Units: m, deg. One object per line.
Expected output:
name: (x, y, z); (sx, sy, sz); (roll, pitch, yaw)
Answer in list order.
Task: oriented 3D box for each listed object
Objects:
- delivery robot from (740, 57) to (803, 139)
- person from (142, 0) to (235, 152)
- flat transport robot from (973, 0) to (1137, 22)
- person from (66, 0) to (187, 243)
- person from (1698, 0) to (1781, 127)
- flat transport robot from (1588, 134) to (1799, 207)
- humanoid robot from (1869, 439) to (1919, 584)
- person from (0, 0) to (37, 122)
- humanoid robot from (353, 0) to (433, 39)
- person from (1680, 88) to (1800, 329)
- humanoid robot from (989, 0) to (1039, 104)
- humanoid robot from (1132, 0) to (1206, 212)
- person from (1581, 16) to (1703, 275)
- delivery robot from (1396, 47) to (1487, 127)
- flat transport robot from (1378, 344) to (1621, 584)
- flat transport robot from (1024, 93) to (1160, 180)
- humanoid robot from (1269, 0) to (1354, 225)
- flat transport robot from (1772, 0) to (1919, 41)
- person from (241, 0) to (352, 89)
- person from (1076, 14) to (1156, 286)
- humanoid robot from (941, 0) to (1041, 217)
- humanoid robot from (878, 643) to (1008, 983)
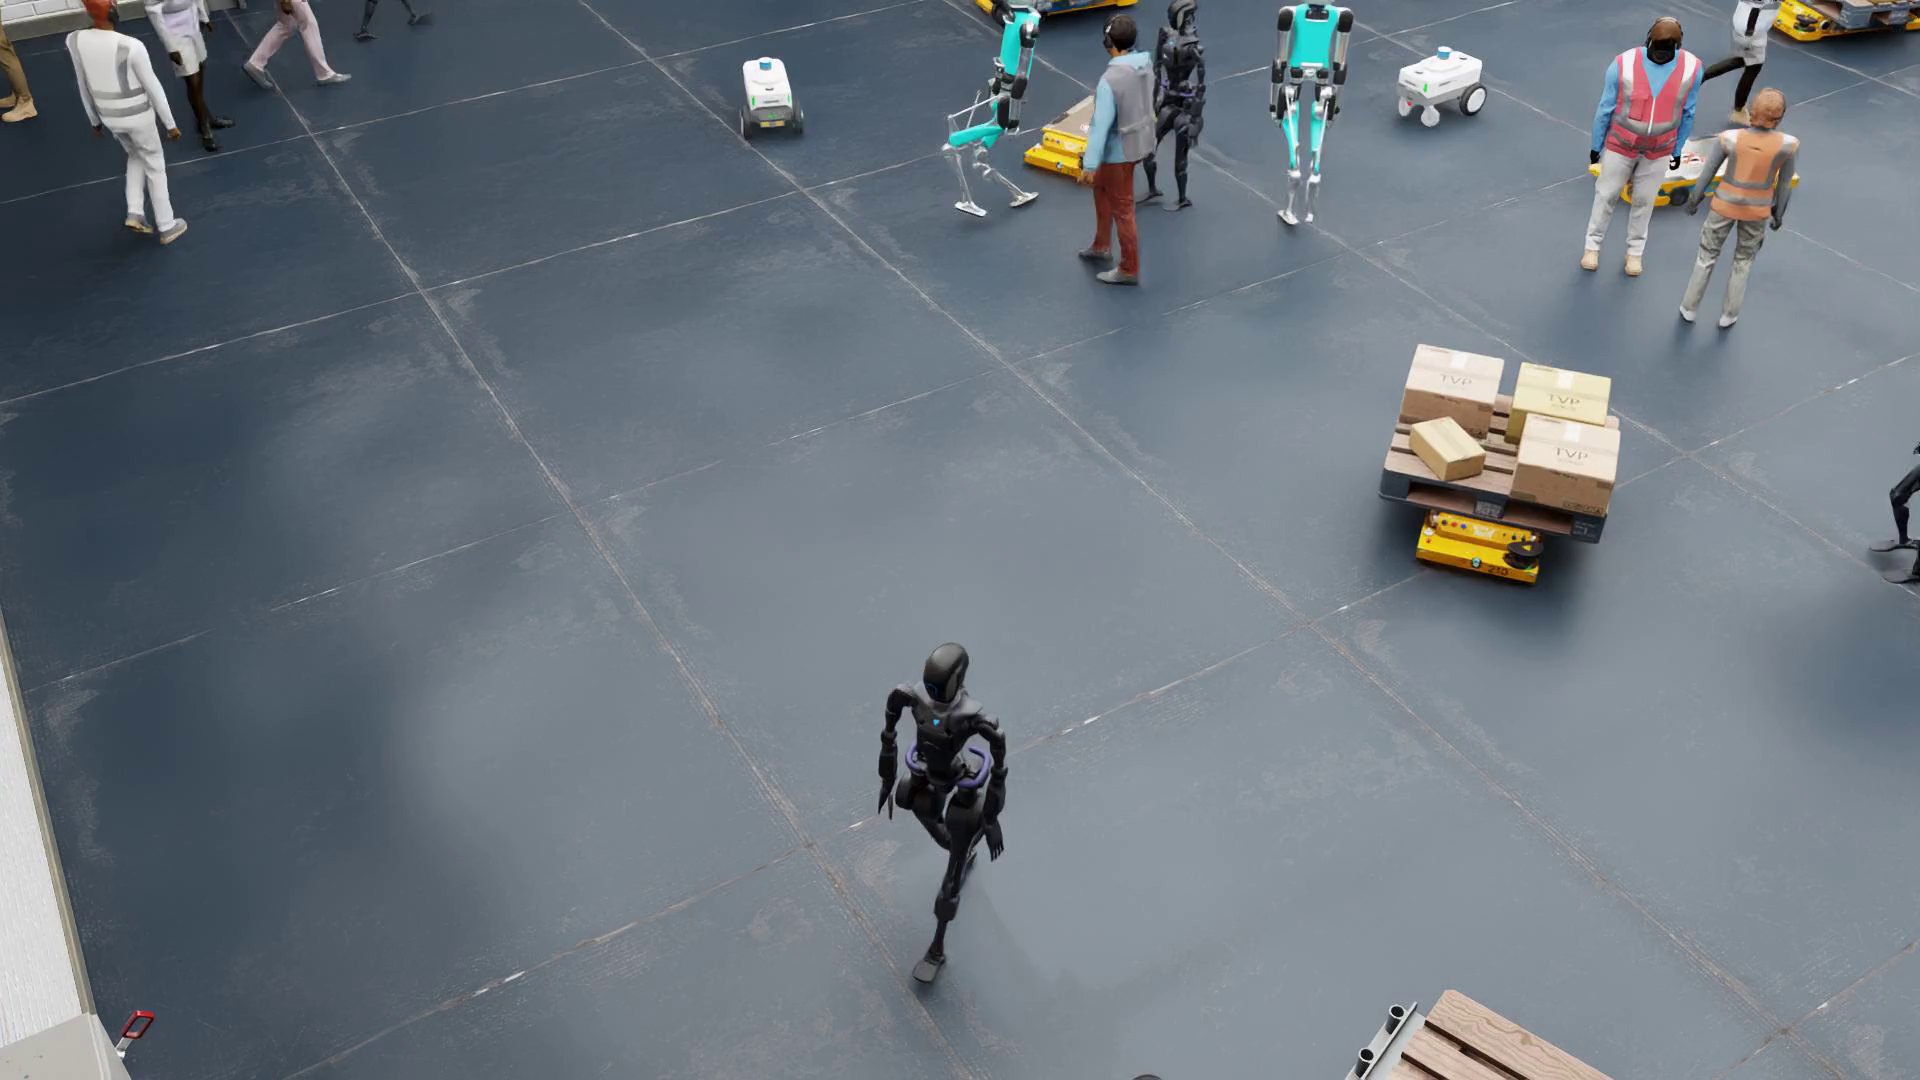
delivery robot: (-1.578, -3.650, 13.681); (0.499, 0.612, 0.815); (-7, 39, -9)
person: (-6.126, -4.014, 13.061); (0.458, 1.885, 0.631); (9, 39, 11)
flat transport robot: (0.909, -5.205, 15.859); (1.431, 0.231, 0.659); (-15, 41, -18)
person: (-5.848, -2.982, 11.761); (0.610, 1.871, 0.431); (7, 39, 9)
person: (6.336, -4.171, 13.420); (0.652, 1.671, 0.540); (11, 40, 14)
flat transport robot: (5.703, -2.876, 12.921); (1.431, 0.231, 0.659); (-9, 39, -12)
humanoid robot: (5.256, -0.459, 8.735); (0.326, 1.654, 0.609); (1, 38, 2)
person: (-7.940, -4.320, 13.543); (0.365, 1.763, 0.526); (-21, 43, -25)
humanoid robot: (-5.254, -5.373, 14.971); (0.789, 1.625, 0.601); (-22, 44, -26)
person: (5.089, -2.161, 10.917); (0.587, 1.628, 0.317); (16, 41, 19)
humanoid robot: (0.443, -4.402, 13.704); (0.343, 1.649, 0.583); (-22, 43, -25)
humanoid robot: (1.587, -3.158, 12.151); (0.416, 1.646, 0.590); (-23, 44, -26)
person: (4.665, -2.713, 11.463); (0.633, 1.830, 0.430); (8, 39, 9)
delivery robot: (4.024, -3.805, 13.878); (0.785, 0.613, 0.525); (-23, 44, -26)
flat transport robot: (3.097, -0.303, 9.674); (0.659, 0.231, 1.431); (13, 40, 16)
flat transport robot: (1.170, -3.320, 13.481); (0.659, 0.231, 1.431); (22, 44, 26)
humanoid robot: (2.496, -3.036, 11.937); (0.530, 1.795, 0.709); (2, 38, 2)
flat transport robot: (8.260, -4.912, 15.490); (1.431, 0.231, 0.659); (-9, 39, -11)
person: (-5.723, -4.634, 13.894); (0.785, 1.818, 0.569); (-21, 43, -24)
person: (1.028, -2.653, 11.360); (0.697, 1.845, 0.675); (22, 43, 25)
humanoid robot: (0.166, -3.119, 12.064); (0.942, 1.767, 0.530); (-7, 39, -9)
humanoid robot: (-0.085, 1.050, 6.870); (0.593, 1.618, 0.811); (15, 41, 18)
